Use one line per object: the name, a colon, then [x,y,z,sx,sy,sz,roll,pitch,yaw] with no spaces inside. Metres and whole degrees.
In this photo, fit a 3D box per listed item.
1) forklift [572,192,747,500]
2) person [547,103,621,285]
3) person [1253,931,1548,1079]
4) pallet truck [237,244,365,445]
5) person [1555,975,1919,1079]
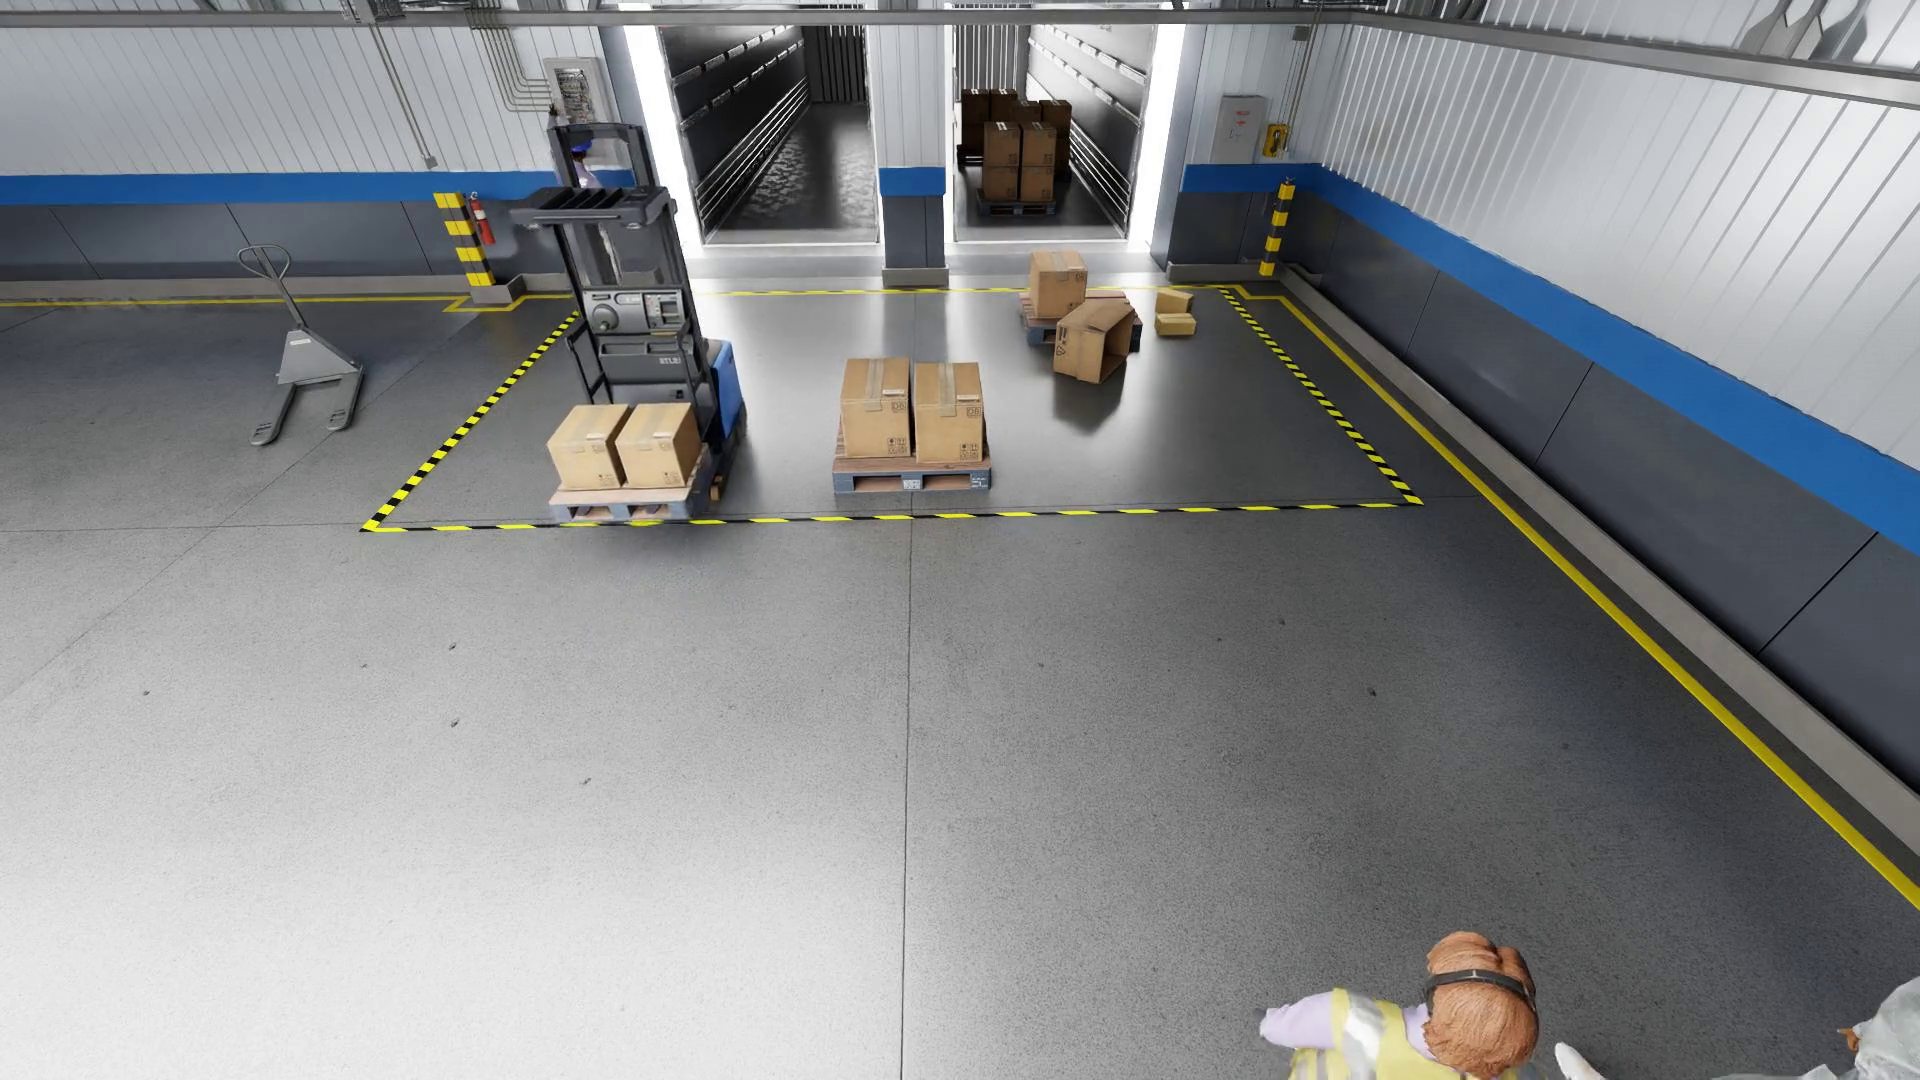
forklift: [-2.215,-1.580,5.529,0.716,2.013,0.776,-2,39,-2]
person: [-4.064,-3.570,8.059,1.054,2.015,0.681,21,43,25]
person: [1.068,1.518,1.979,0.525,1.585,0.877,10,40,13]
pallet truck: [-5.915,-1.733,6.366,0.680,1.201,1.601,-18,42,-21]
person: [2.468,1.494,1.932,0.521,1.683,0.914,-19,42,-22]
